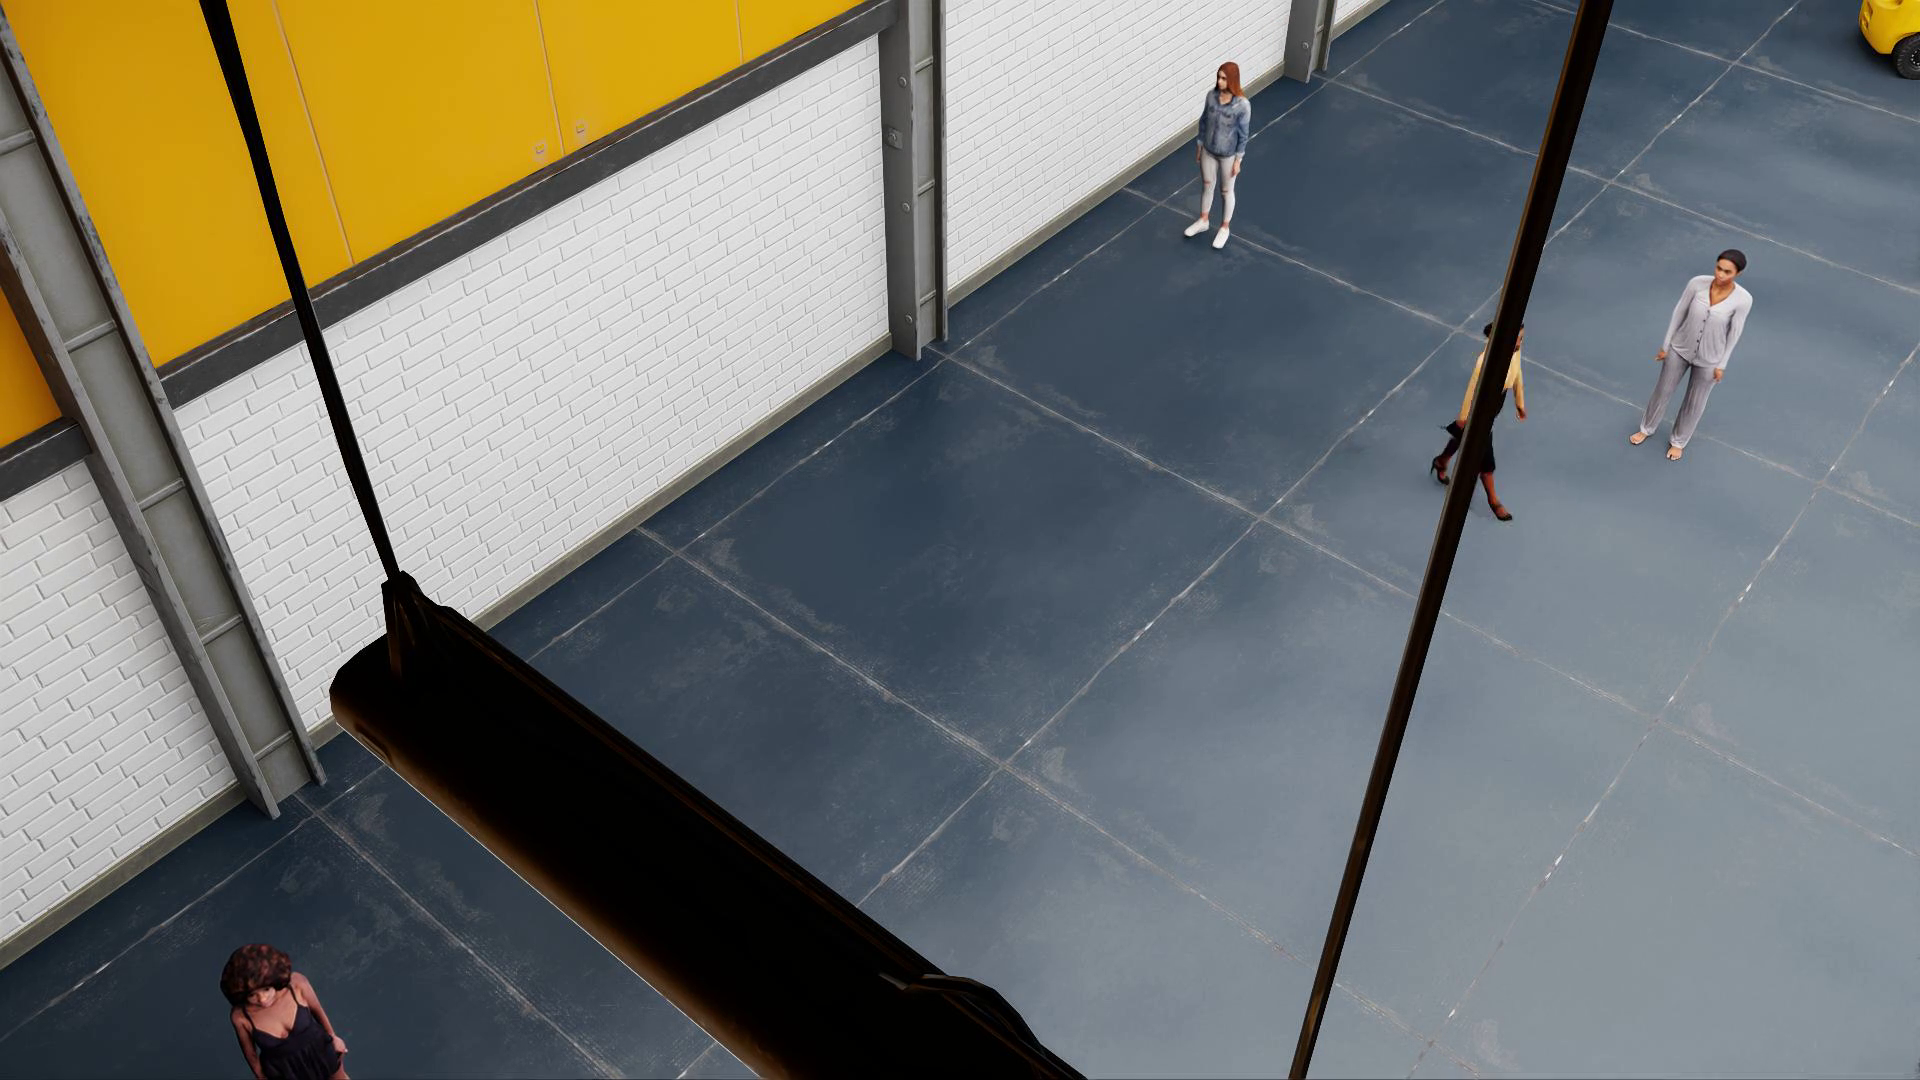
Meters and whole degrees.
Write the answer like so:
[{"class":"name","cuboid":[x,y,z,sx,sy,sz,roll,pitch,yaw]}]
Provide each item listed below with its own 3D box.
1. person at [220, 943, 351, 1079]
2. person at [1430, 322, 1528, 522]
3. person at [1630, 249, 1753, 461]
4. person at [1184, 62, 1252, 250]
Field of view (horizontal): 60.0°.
[{"class":"person","cuboid":[-3.198,2.506,8.048,0.526,1.789,0.667,-30,51,-28]},{"class":"person","cuboid":[3.657,-0.950,11.798,0.970,1.619,0.765,-31,51,-28]},{"class":"person","cuboid":[5.393,-1.385,12.170,0.646,1.737,0.545,27,50,25]},{"class":"person","cuboid":[2.240,-3.311,14.218,0.609,1.700,0.493,29,51,27]}]
